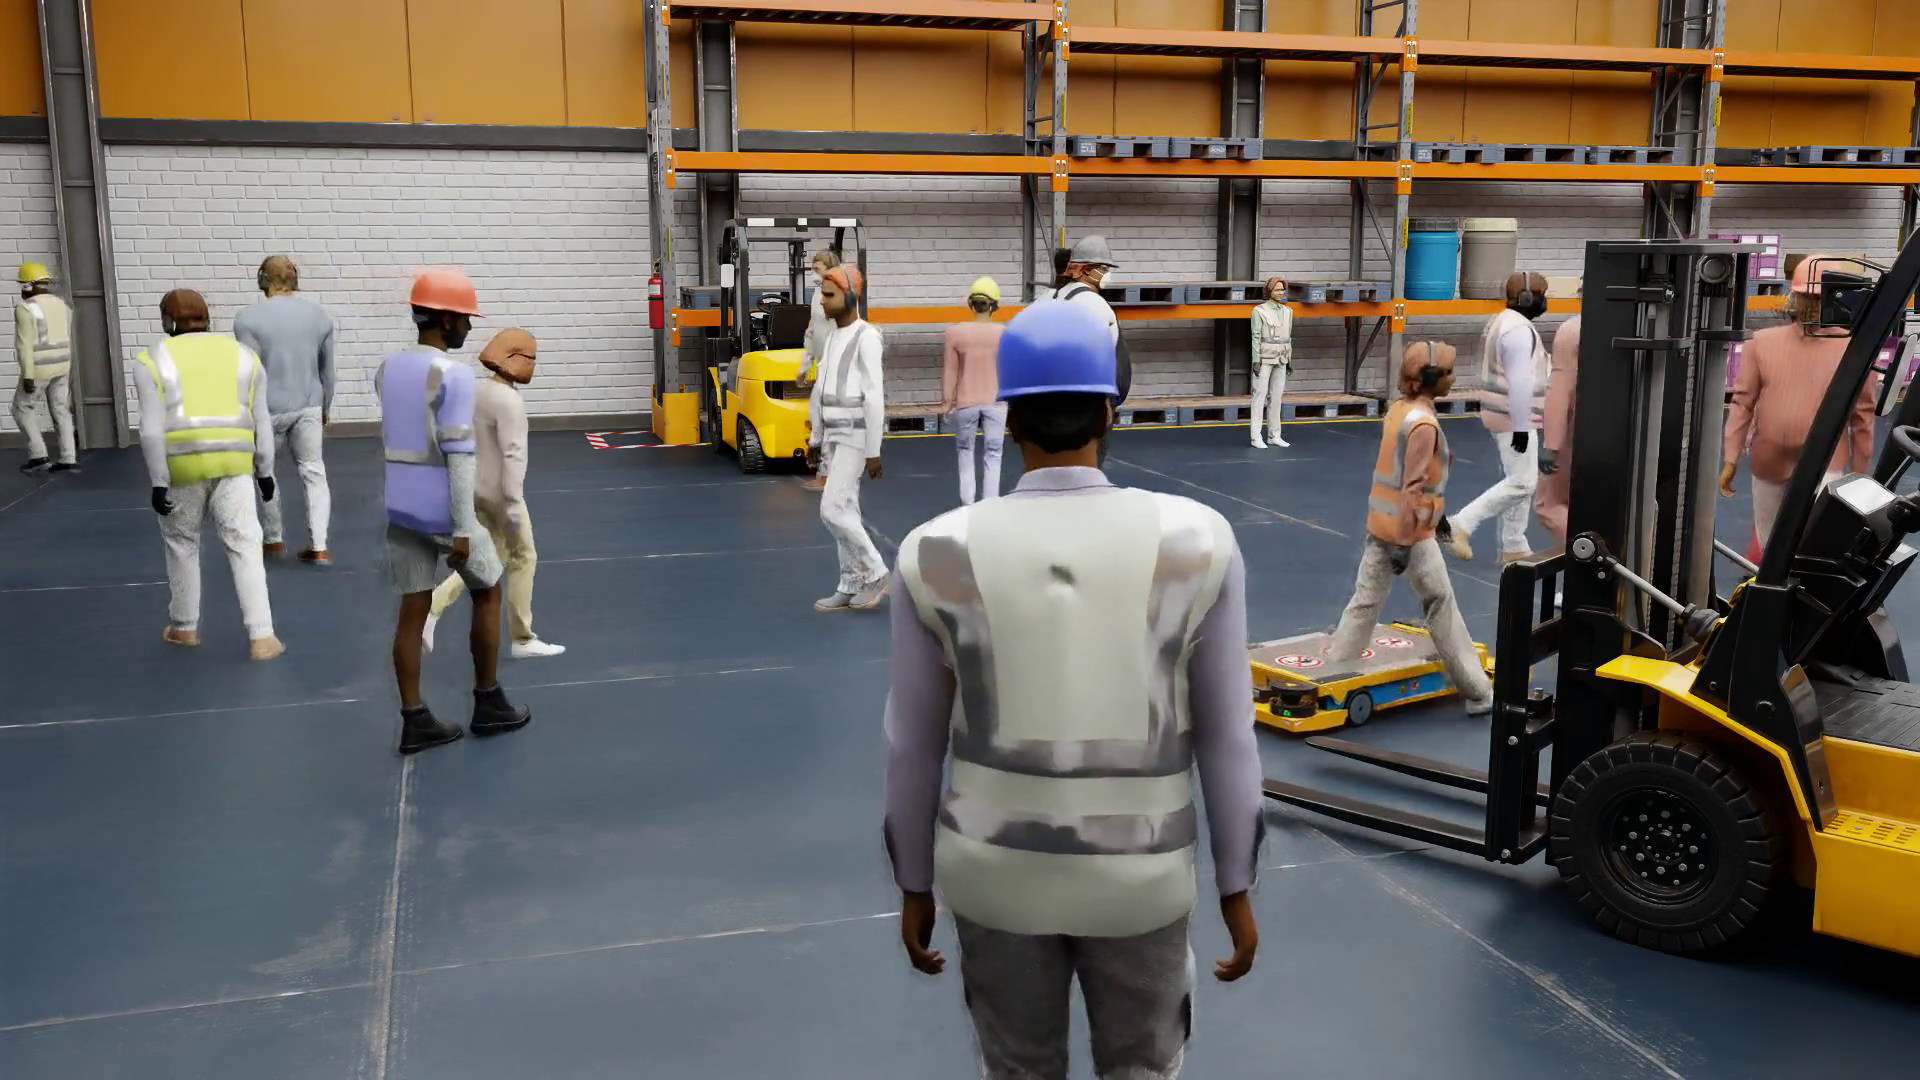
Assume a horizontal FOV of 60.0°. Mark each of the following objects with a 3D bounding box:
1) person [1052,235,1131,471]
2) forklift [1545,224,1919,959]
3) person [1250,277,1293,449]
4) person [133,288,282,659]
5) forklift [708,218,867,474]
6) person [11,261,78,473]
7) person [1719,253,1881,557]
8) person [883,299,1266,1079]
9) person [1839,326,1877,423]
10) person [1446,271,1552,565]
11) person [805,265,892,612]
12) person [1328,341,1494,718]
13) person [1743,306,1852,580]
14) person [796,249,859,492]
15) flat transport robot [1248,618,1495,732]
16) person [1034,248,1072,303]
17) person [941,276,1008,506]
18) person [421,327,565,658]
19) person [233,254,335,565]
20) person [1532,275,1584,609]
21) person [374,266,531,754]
[{"bbox_3d":[0.838,-0.944,10.746,0.536,2.000,0.678,-4,11,-21],"label":"person"},{"bbox_3d":[2.909,0.117,4.508,2.313,2.155,1.214,9,14,40],"label":"forklift"},{"bbox_3d":[2.990,-1.699,15.987,0.514,1.641,0.307,-7,13,-35],"label":"person"},{"bbox_3d":[-3.637,-0.324,8.104,0.645,1.788,0.815,-9,14,-41],"label":"person"},{"bbox_3d":[-1.522,-1.778,14.899,1.214,2.155,2.313,-3,11,-17],"label":"forklift"},{"bbox_3d":[-7.860,-1.455,14.177,0.559,1.811,0.613,2,11,11],"label":"person"},{"bbox_3d":[3.992,-0.381,7.910,0.610,1.958,0.996,9,14,40],"label":"person"},{"bbox_3d":[0.183,0.565,2.799,0.647,1.920,0.632,1,10,5],"label":"person"},{"bbox_3d":[6.343,-0.954,12.007,0.777,1.597,0.521,-7,13,-34],"label":"person"},{"bbox_3d":[3.315,-0.718,10.105,0.586,1.821,0.640,3,11,14],"label":"person"},{"bbox_3d":[-0.623,-0.523,8.914,0.404,1.869,0.588,-4,11,-22],"label":"person"},{"bbox_3d":[1.933,-0.030,6.960,0.853,1.593,0.523,0,10,-2],"label":"person"},{"bbox_3d":[4.992,-0.619,9.821,0.902,1.716,0.553,-5,11,-25],"label":"person"},{"bbox_3d":[-1.103,-1.340,13.248,0.684,1.916,0.641,-5,11,-24],"label":"person"},{"bbox_3d":[1.745,0.570,7.297,1.431,0.197,0.652,-7,12,-33],"label":"flat transport robot"},{"bbox_3d":[0.716,-1.175,12.284,0.506,1.936,0.682,-2,11,-12],"label":"person"},{"bbox_3d":[0.154,-0.932,11.471,0.560,1.754,0.408,1,10,8],"label":"person"},{"bbox_3d":[-2.249,-0.200,7.847,0.643,1.603,0.546,-6,12,-30],"label":"person"},{"bbox_3d":[-4.202,-0.804,10.327,0.751,1.910,0.656,9,14,41],"label":"person"},{"bbox_3d":[3.364,-0.521,8.852,0.677,1.884,0.491,-6,12,-28],"label":"person"},{"bbox_3d":[-2.029,-0.128,6.648,0.535,1.900,0.735,6,12,28],"label":"person"}]
